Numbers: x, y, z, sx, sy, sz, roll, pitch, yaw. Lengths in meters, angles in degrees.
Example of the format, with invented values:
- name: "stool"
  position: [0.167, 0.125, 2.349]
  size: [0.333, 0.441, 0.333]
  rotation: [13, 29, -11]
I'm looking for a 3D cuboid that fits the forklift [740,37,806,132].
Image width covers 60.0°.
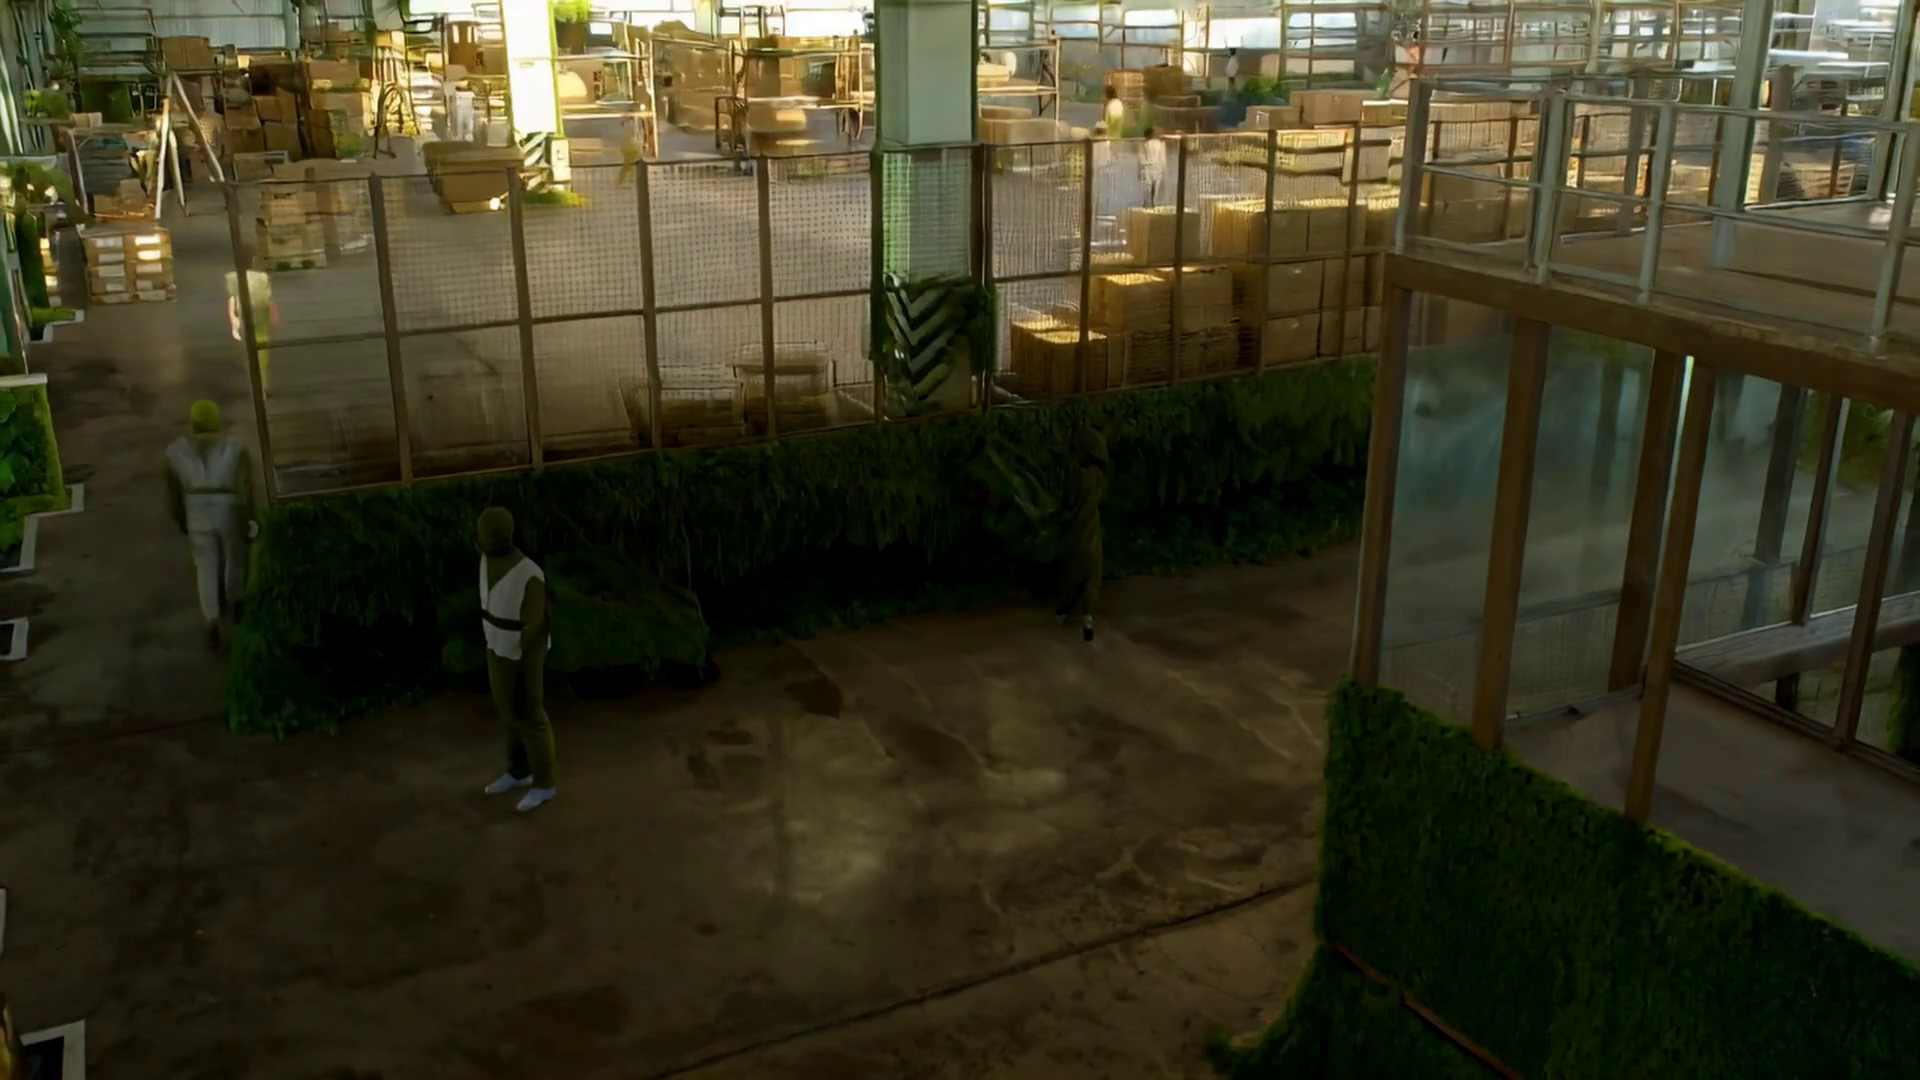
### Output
- name: "forklift"
  position: [-5.875, -14.239, 51.946]
  size: [1.873, 2.768, 1.129]
  rotation: [-9, 21, -25]

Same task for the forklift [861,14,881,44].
- name: "forklift"
  position: [-4.189, -23.320, 78.271]
  size: [1.129, 2.768, 1.873]
  rotation: [11, 22, 29]

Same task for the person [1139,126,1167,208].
- name: "person"
  position: [3.967, -7.554, 34.139]
  size: [0.636, 1.839, 0.662]
  rotation: [15, 24, 38]

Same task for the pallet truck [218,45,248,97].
- name: "pallet truck"
  position: [-28.879, -18.665, 66.111]
  size: [0.823, 1.965, 1.885]
  rotation: [-3, 19, -9]

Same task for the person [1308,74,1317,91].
- name: "person"
  position: [11.596, -14.398, 54.327]
  size: [0.760, 1.605, 0.502]
  rotation: [14, 23, 35]

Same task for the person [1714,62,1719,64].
- name: "person"
  position: [25.692, -15.403, 56.897]
  size: [1.024, 1.845, 0.635]
  rotation: [-14, 23, -35]

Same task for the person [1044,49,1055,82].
- name: "person"
  position: [4.092, -21.301, 74.248]
  size: [0.555, 1.655, 0.827]
  rotation: [-10, 21, -26]

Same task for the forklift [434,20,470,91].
- name: "forklift"
  position: [-20.614, -19.896, 68.346]
  size: [1.129, 2.768, 1.873]
  rotation: [13, 23, 33]

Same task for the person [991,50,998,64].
- name: "person"
  position: [1.424, -19.801, 69.869]
  size: [0.373, 1.680, 0.562]
  rotation: [6, 20, 17]

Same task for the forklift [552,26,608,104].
- name: "forklift"
  position: [-14.366, -17.840, 62.386]
  size: [1.873, 2.768, 1.129]
  rotation: [-9, 21, -25]

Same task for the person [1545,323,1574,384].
- name: "person"
  position: [7.118, -2.739, 20.152]
  size: [1.014, 1.872, 0.612]
  rotation: [-14, 24, -35]

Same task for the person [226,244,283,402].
- name: "person"
  position: [-8.356, -2.605, 19.790]
  size: [0.549, 1.841, 0.782]
  rotation: [-2, 19, -6]

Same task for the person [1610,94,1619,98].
- name: "person"
  position: [16.430, -10.247, 41.888]
  size: [0.545, 1.888, 0.959]
  rotation: [-5, 20, -14]

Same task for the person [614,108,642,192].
- name: "person"
  position: [-7.600, -8.913, 37.988]
  size: [0.885, 1.900, 0.585]
  rotation: [6, 20, 16]

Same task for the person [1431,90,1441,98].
- name: "person"
  position: [13.149, -11.959, 46.798]
  size: [0.606, 1.912, 1.008]
  rotation: [-9, 21, -23]

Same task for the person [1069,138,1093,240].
- name: "person"
  position: [2.292, -6.633, 31.424]
  size: [0.353, 1.877, 0.573]
  rotation: [-15, 24, -37]

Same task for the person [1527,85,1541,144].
- name: "person"
  position: [16.644, -12.312, 48.163]
  size: [0.532, 1.690, 0.319]
  rotation: [-14, 24, -36]

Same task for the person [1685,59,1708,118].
- name: "person"
  position: [25.042, -15.164, 55.989]
  size: [1.062, 1.997, 0.604]
  rotation: [-5, 20, -14]

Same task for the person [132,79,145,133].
- name: "person"
  position: [-25.377, -13.405, 51.417]
  size: [0.522, 1.631, 0.323]
  rotation: [4, 19, 11]

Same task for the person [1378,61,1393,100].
- name: "person"
  position: [14.312, -15.328, 56.627]
  size: [0.745, 1.899, 0.654]
  rotation: [6, 20, 16]

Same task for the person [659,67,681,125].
- name: "person"
  position: [-9.446, -14.495, 54.299]
  size: [0.644, 1.823, 0.688]
  rotation: [3, 19, 8]

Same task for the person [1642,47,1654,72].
- name: "person"
  position: [28.652, -19.651, 69.329]
  size: [0.328, 1.760, 0.524]
  rotation: [-10, 22, -27]

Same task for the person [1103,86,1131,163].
- name: "person"
  position: [4.067, -10.869, 43.444]
  size: [0.677, 2.000, 0.695]
  rotation: [1, 19, 4]

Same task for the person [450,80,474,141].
- name: "person"
  position: [-13.838, -11.822, 46.363]
  size: [0.631, 1.940, 0.372]
  rotation: [-17, 25, -41]

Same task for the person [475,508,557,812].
- name: "person"
  position: [-2.693, 0.703, 10.095]
  size: [0.588, 1.913, 0.391]
  rotation: [18, 26, 41]

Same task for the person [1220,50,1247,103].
- name: "person"
  position: [10.353, -17.559, 63.001]
  size: [1.051, 1.936, 0.631]
  rotation: [10, 22, 27]

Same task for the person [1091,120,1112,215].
- name: "person"
  position: [2.870, -7.698, 34.415]
  size: [0.569, 1.928, 0.651]
  rotation: [10, 21, 27]

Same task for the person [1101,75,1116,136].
- name: "person"
  position: [4.435, -12.940, 49.728]
  size: [0.511, 1.860, 0.325]
  rotation: [14, 24, 36]

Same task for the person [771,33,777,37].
- name: "person"
  position: [-8.972, -23.280, 79.663]
  size: [0.545, 1.896, 0.951]
  rotation: [9, 21, 24]

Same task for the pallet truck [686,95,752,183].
- name: "pallet truck"
  position: [-5.836, -9.608, 39.856]
  size: [0.823, 1.965, 1.885]
  rotation: [10, 22, 27]

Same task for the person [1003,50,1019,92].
- name: "person"
  position: [2.099, -19.319, 68.165]
  size: [0.652, 1.883, 1.012]
  rotation: [-17, 26, -41]

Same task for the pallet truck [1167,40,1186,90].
- name: "pallet truck"
  position: [9.045, -19.971, 69.895]
  size: [0.823, 1.965, 1.885]
  rotation: [-3, 19, -8]

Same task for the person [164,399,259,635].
- name: "person"
  position: [-5.772, -0.196, 12.888]
  size: [0.637, 1.800, 0.980]
  rotation: [-5, 20, -15]
